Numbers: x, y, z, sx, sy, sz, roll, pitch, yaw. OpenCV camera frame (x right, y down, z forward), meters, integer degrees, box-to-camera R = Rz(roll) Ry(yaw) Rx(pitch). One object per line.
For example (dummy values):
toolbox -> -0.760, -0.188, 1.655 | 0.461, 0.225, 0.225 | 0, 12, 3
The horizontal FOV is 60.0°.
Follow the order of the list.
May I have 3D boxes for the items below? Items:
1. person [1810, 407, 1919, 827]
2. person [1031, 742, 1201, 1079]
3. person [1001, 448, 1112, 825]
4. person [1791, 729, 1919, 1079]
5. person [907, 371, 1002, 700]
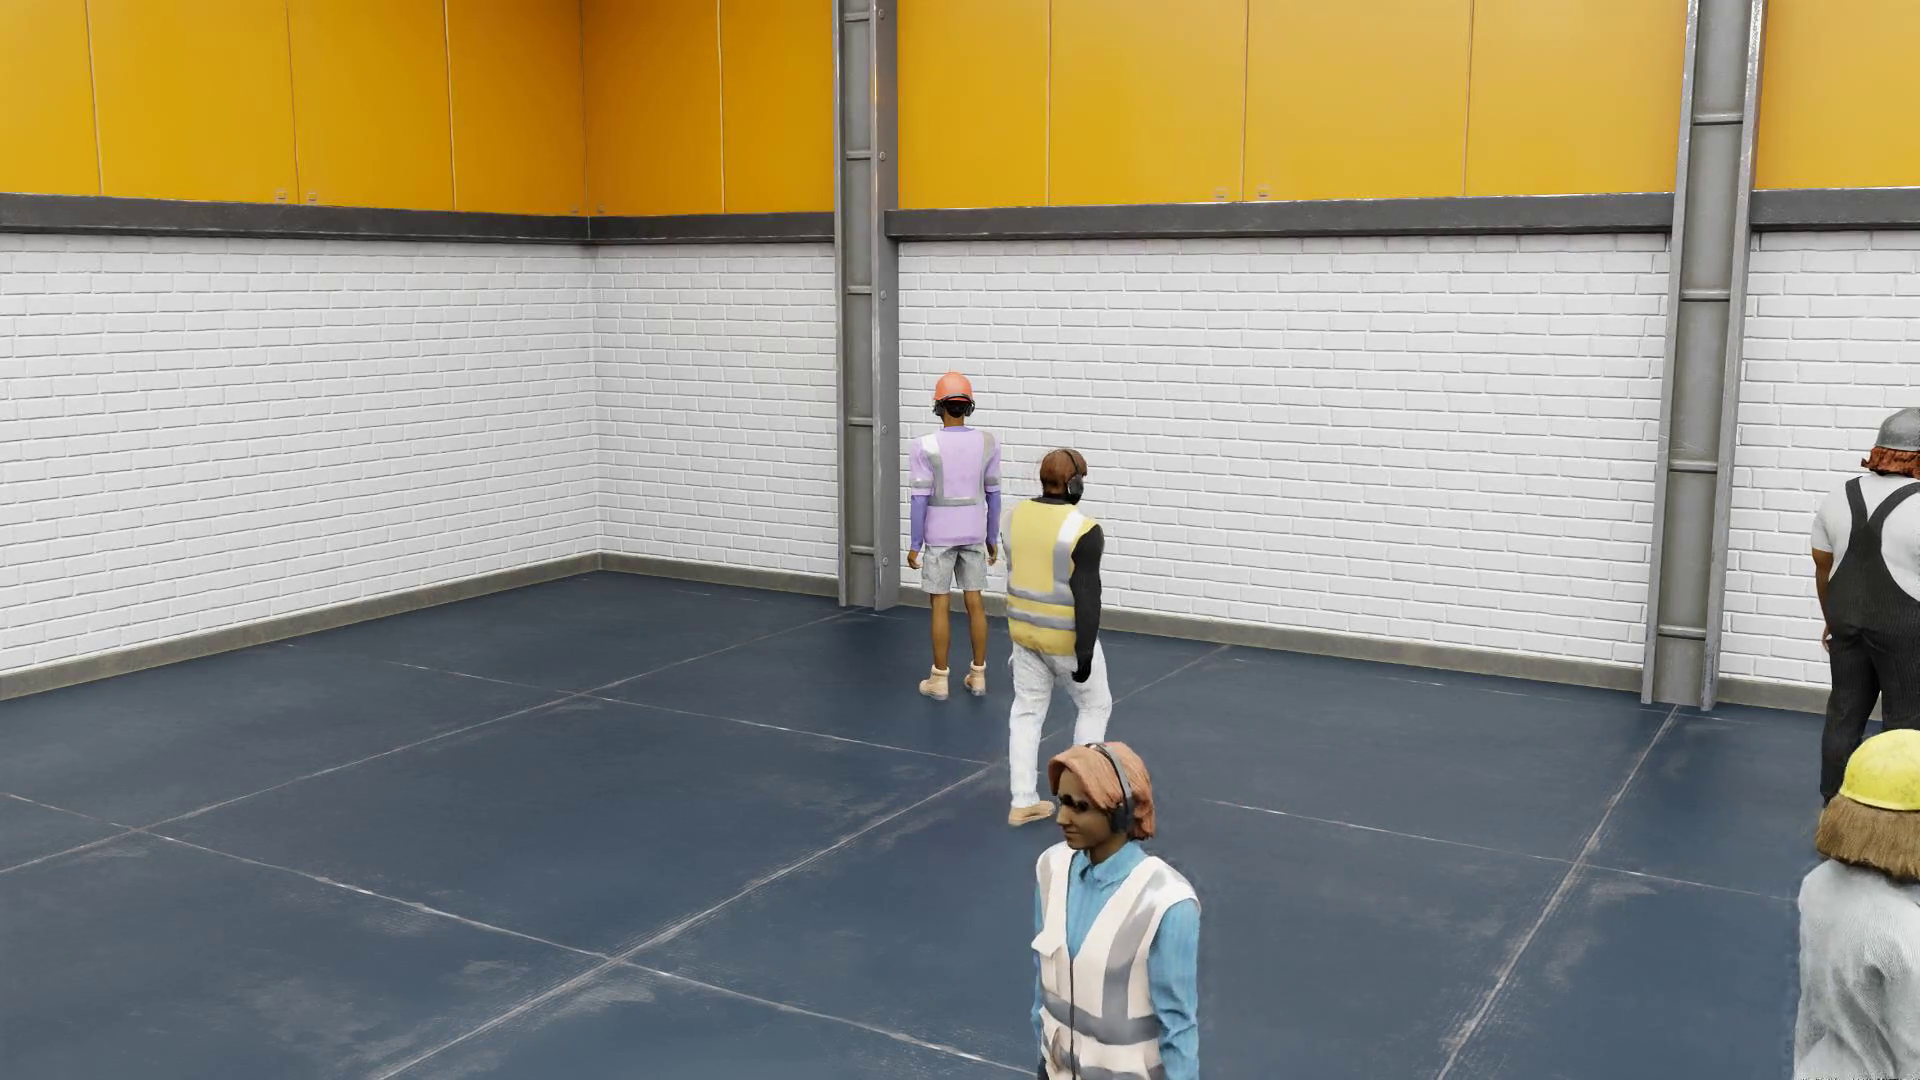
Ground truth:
person -> 4.351, 0.395, 7.754 | 0.536, 2.000, 0.682 | -4, 10, -26
person -> 0.375, 1.238, 3.776 | 0.451, 1.624, 0.531 | -7, 11, -36
person -> 0.499, 0.465, 8.022 | 0.638, 1.821, 0.662 | 8, 12, 42
person -> 1.833, 1.234, 3.463 | 0.614, 1.725, 0.496 | 1, 9, 6
person -> -0.045, -0.026, 10.372 | 0.614, 2.042, 0.373 | -4, 10, -22
